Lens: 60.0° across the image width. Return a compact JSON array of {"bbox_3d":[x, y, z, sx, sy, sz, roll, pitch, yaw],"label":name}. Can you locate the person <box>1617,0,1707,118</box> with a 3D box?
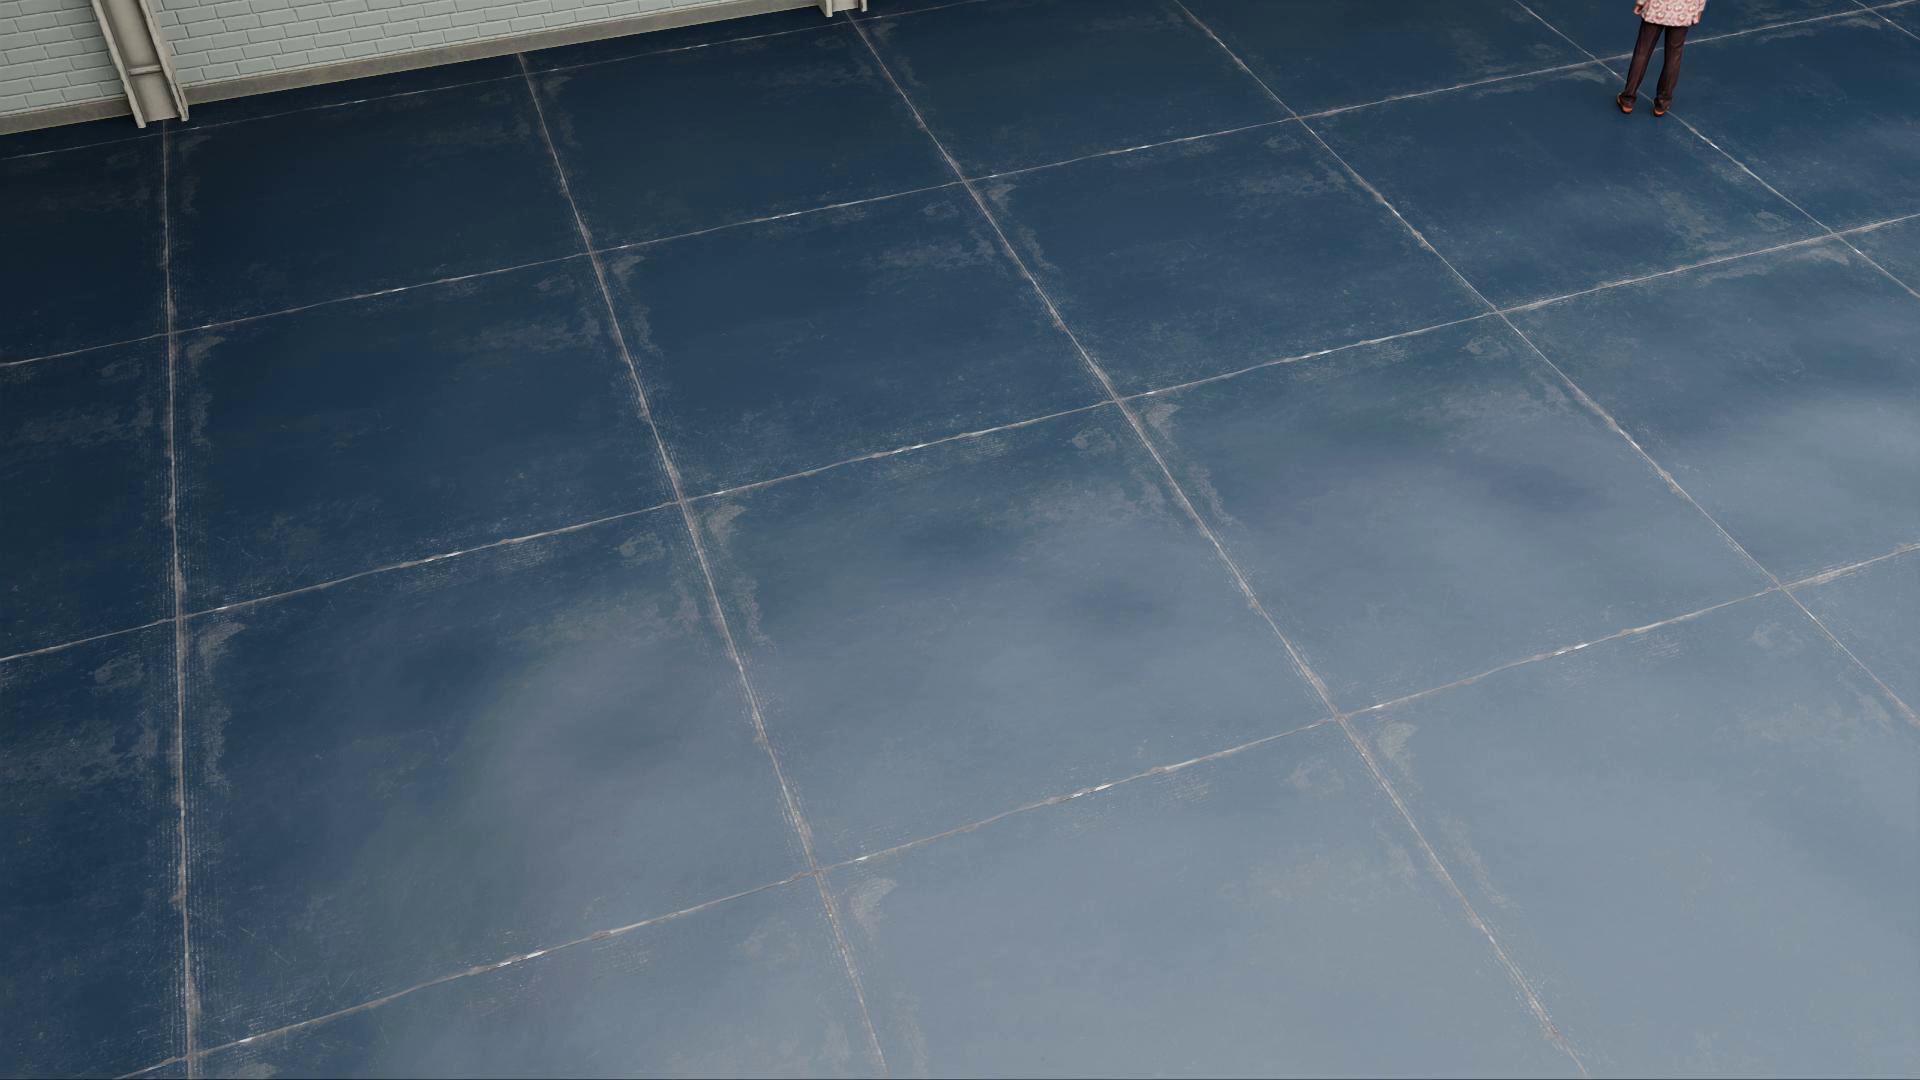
[{"bbox_3d":[5.775,-4.330,13.526,0.756,1.809,0.837,13,45,14],"label":"person"}]
